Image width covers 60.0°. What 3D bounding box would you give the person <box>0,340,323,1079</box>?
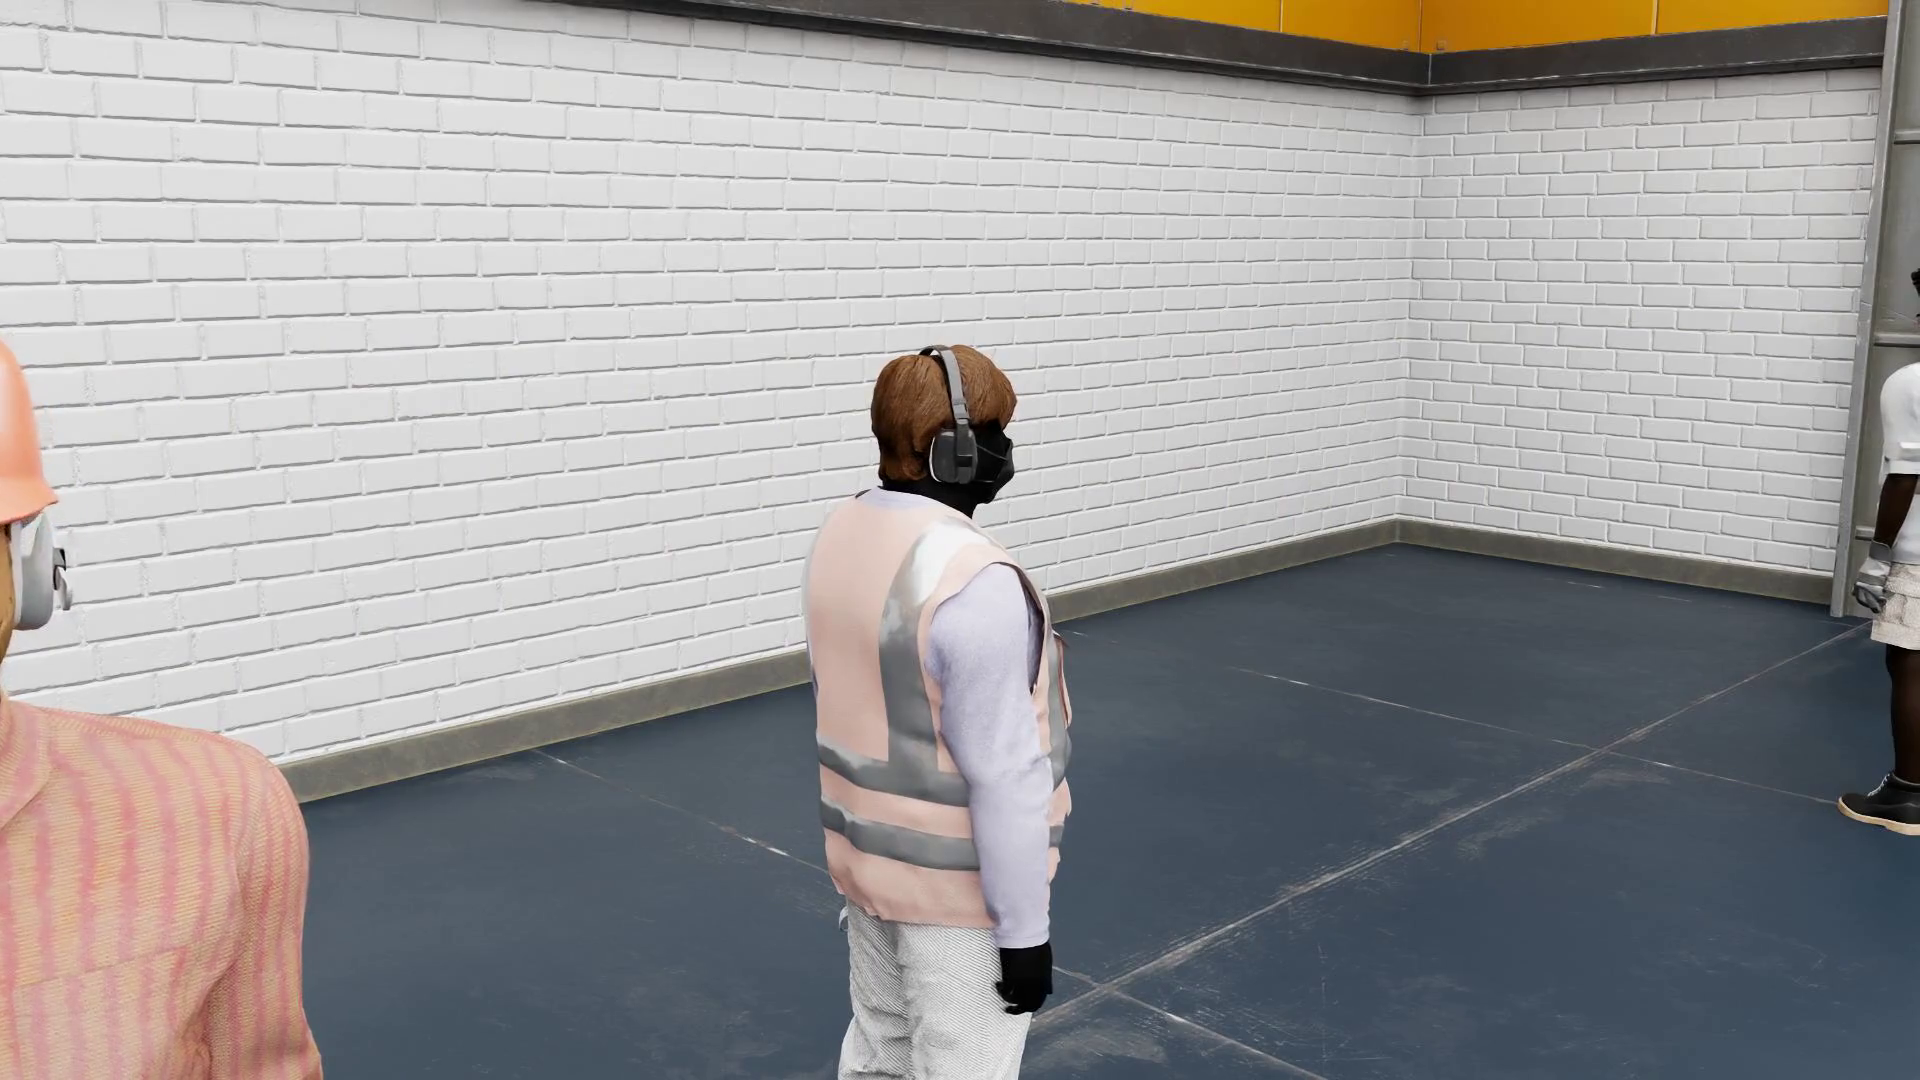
[{"bbox_3d":[-0.776,0.798,1.310,0.612,1.997,0.376,-9,14,-40],"label":"person"}]

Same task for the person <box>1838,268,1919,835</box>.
[{"bbox_3d":[3.310,0.021,5.648,0.613,1.958,0.372,-4,11,-19],"label":"person"}]

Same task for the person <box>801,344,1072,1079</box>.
[{"bbox_3d":[-0.023,0.585,2.901,0.429,1.844,0.627,-6,12,-30],"label":"person"}]
